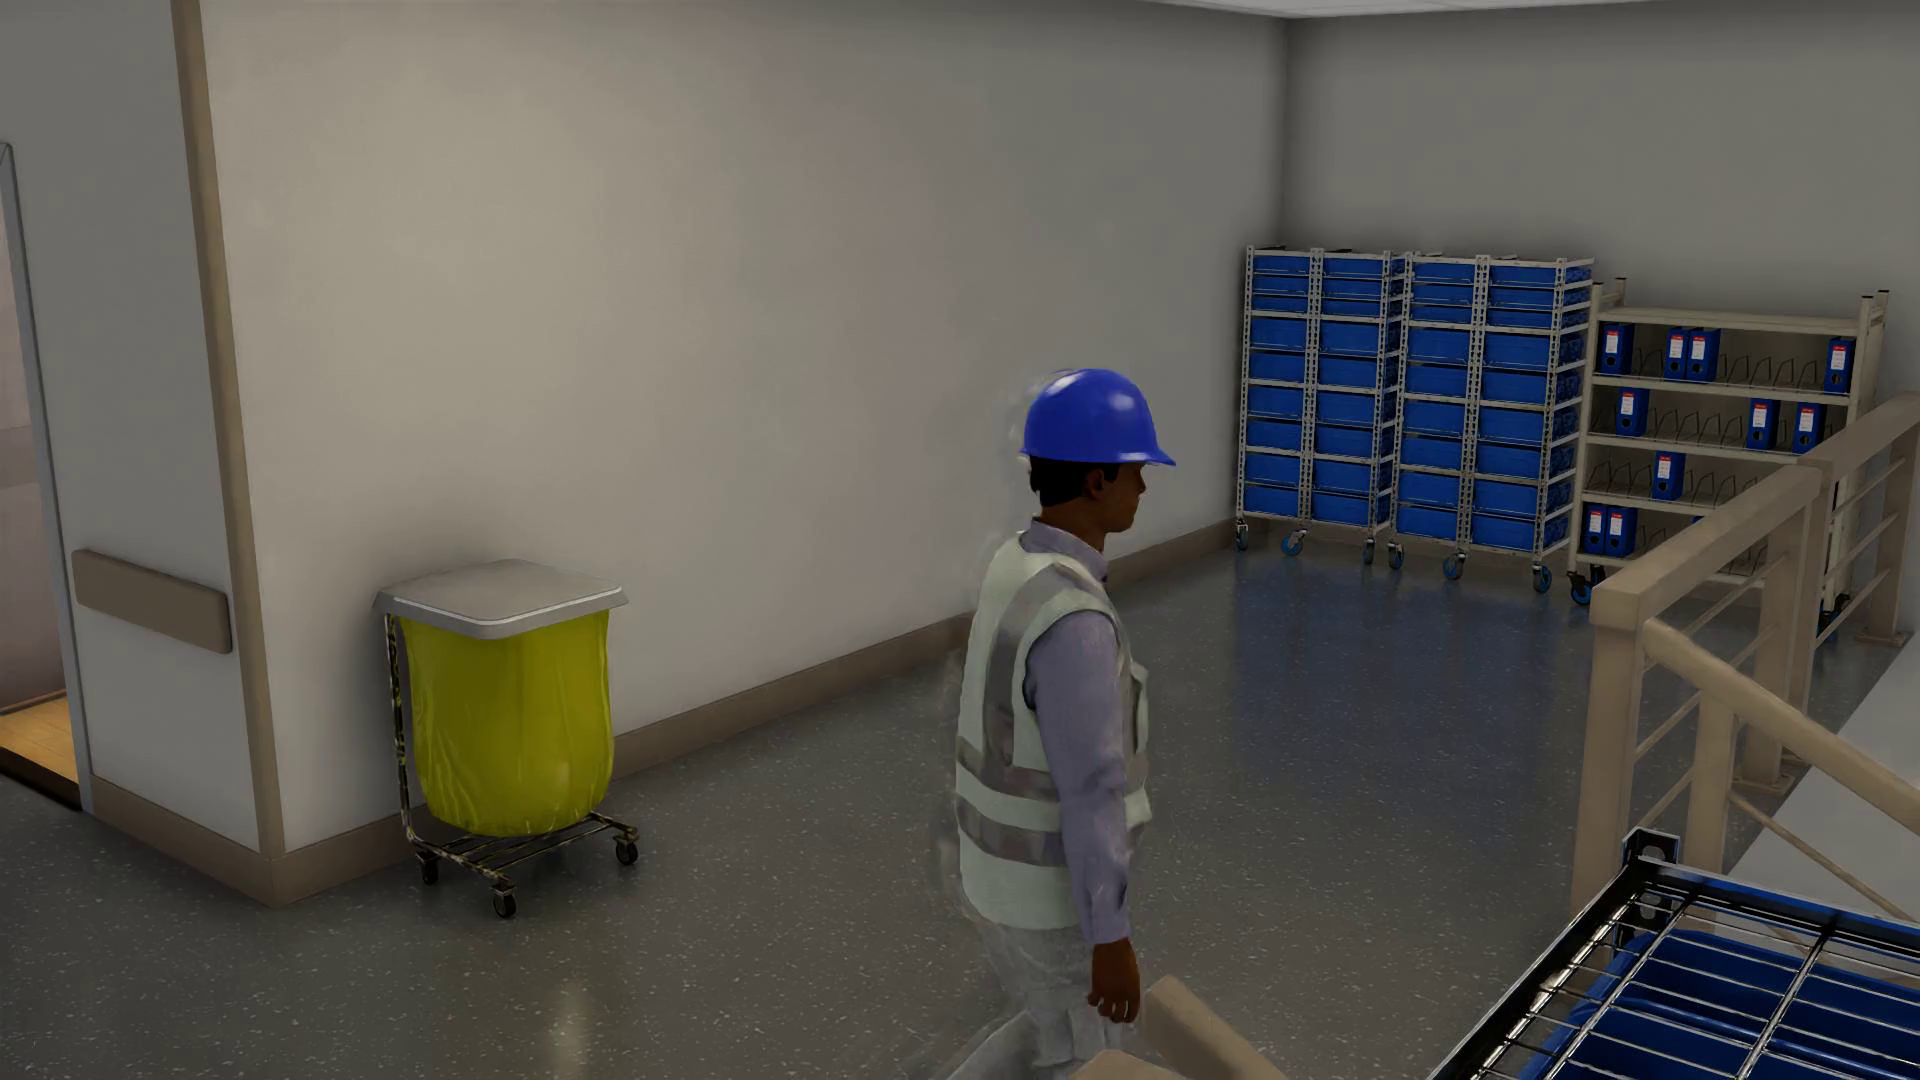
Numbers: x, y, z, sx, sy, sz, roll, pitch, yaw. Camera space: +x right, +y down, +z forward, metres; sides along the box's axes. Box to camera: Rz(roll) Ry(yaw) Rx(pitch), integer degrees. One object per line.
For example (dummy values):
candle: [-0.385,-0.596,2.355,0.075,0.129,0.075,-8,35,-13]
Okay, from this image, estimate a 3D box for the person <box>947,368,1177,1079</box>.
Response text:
person: [0.146,0.633,3.236,0.533,1.927,0.652,-1,13,-3]
